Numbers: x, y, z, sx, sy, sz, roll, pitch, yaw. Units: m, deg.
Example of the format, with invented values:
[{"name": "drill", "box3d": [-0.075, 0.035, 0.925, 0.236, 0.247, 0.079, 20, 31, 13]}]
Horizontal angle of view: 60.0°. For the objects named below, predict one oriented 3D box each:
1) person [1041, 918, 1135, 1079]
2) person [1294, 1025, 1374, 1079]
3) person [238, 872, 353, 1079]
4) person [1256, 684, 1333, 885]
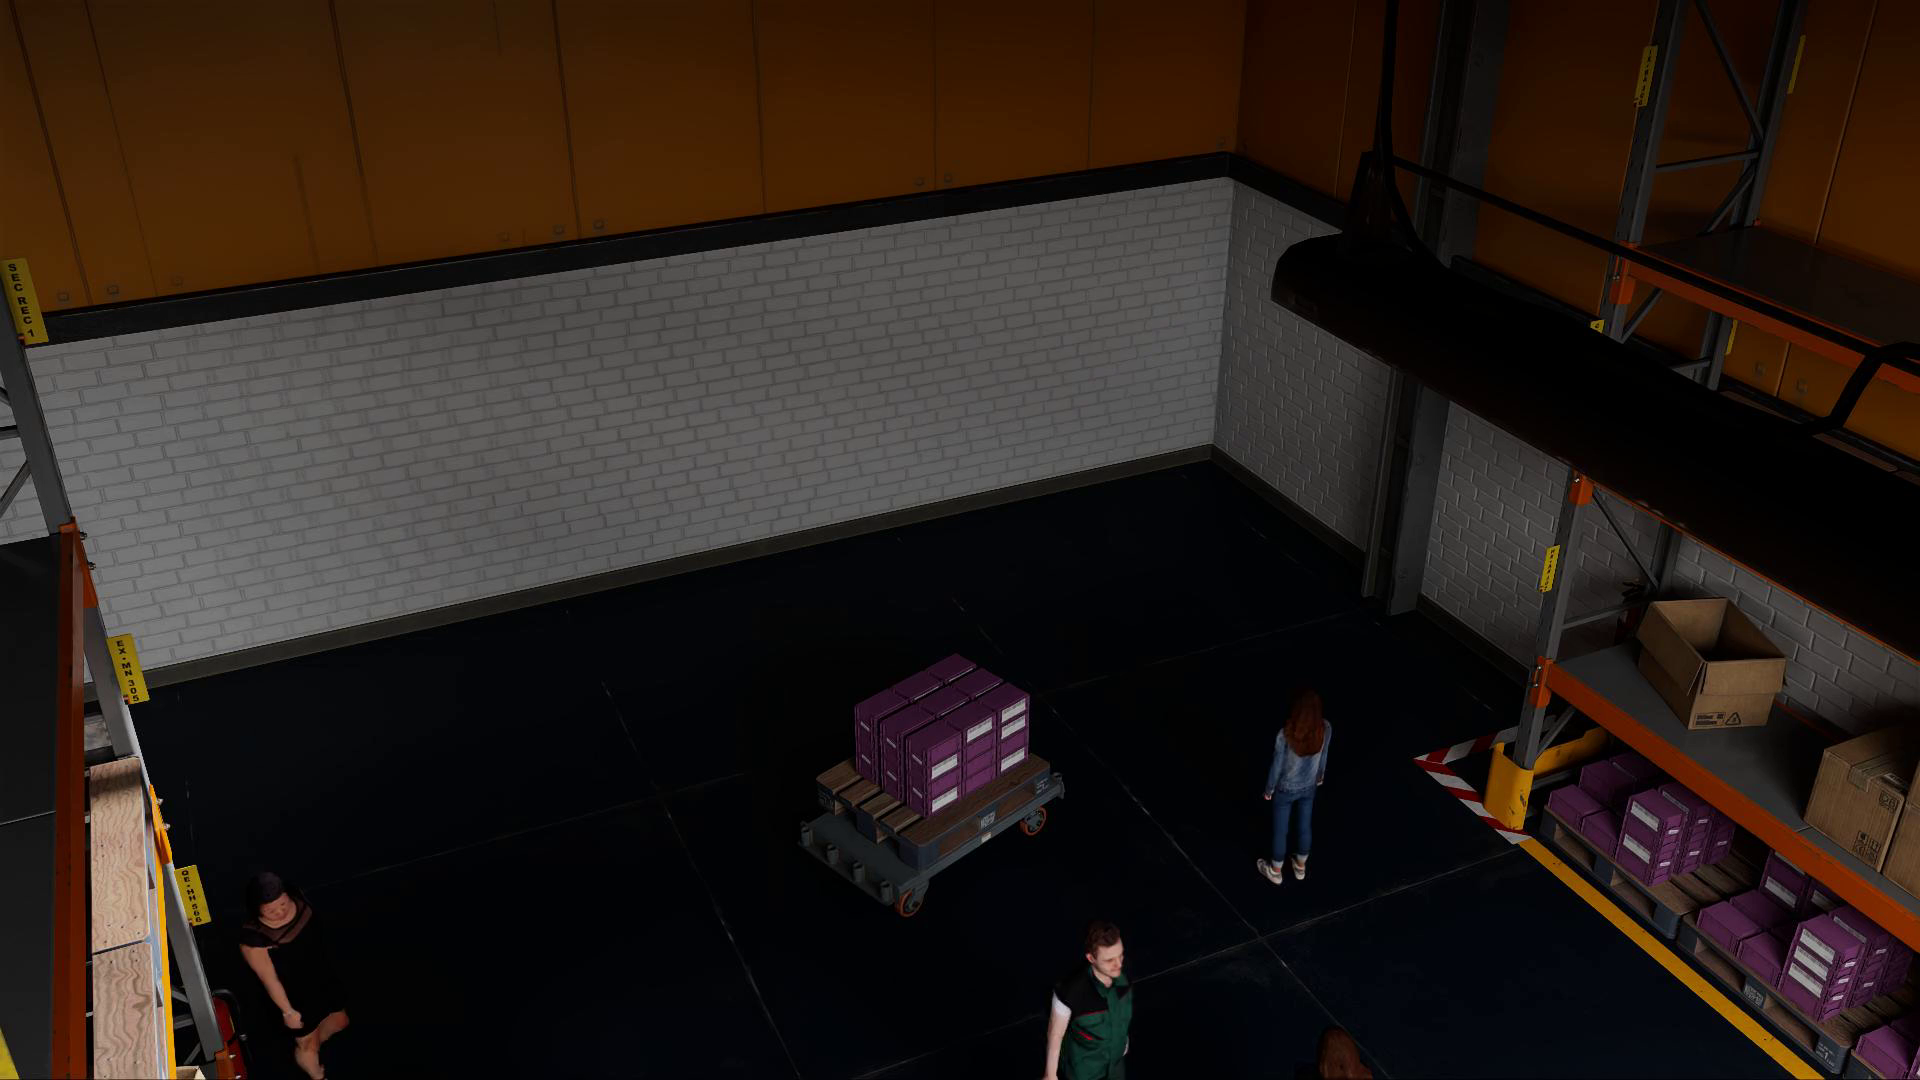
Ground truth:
[{"name": "person", "box3d": [0.602, 2.560, 8.333, 0.910, 1.826, 0.818, 24, 37, 37]}, {"name": "person", "box3d": [1.744, 2.924, 8.008, 0.599, 1.500, 0.611, -9, 30, -15]}, {"name": "person", "box3d": [-3.585, 2.385, 8.794, 0.883, 1.691, 0.818, 5, 29, 9]}, {"name": "person", "box3d": [2.128, 1.548, 10.554, 0.579, 1.477, 0.526, -9, 30, -16]}]
